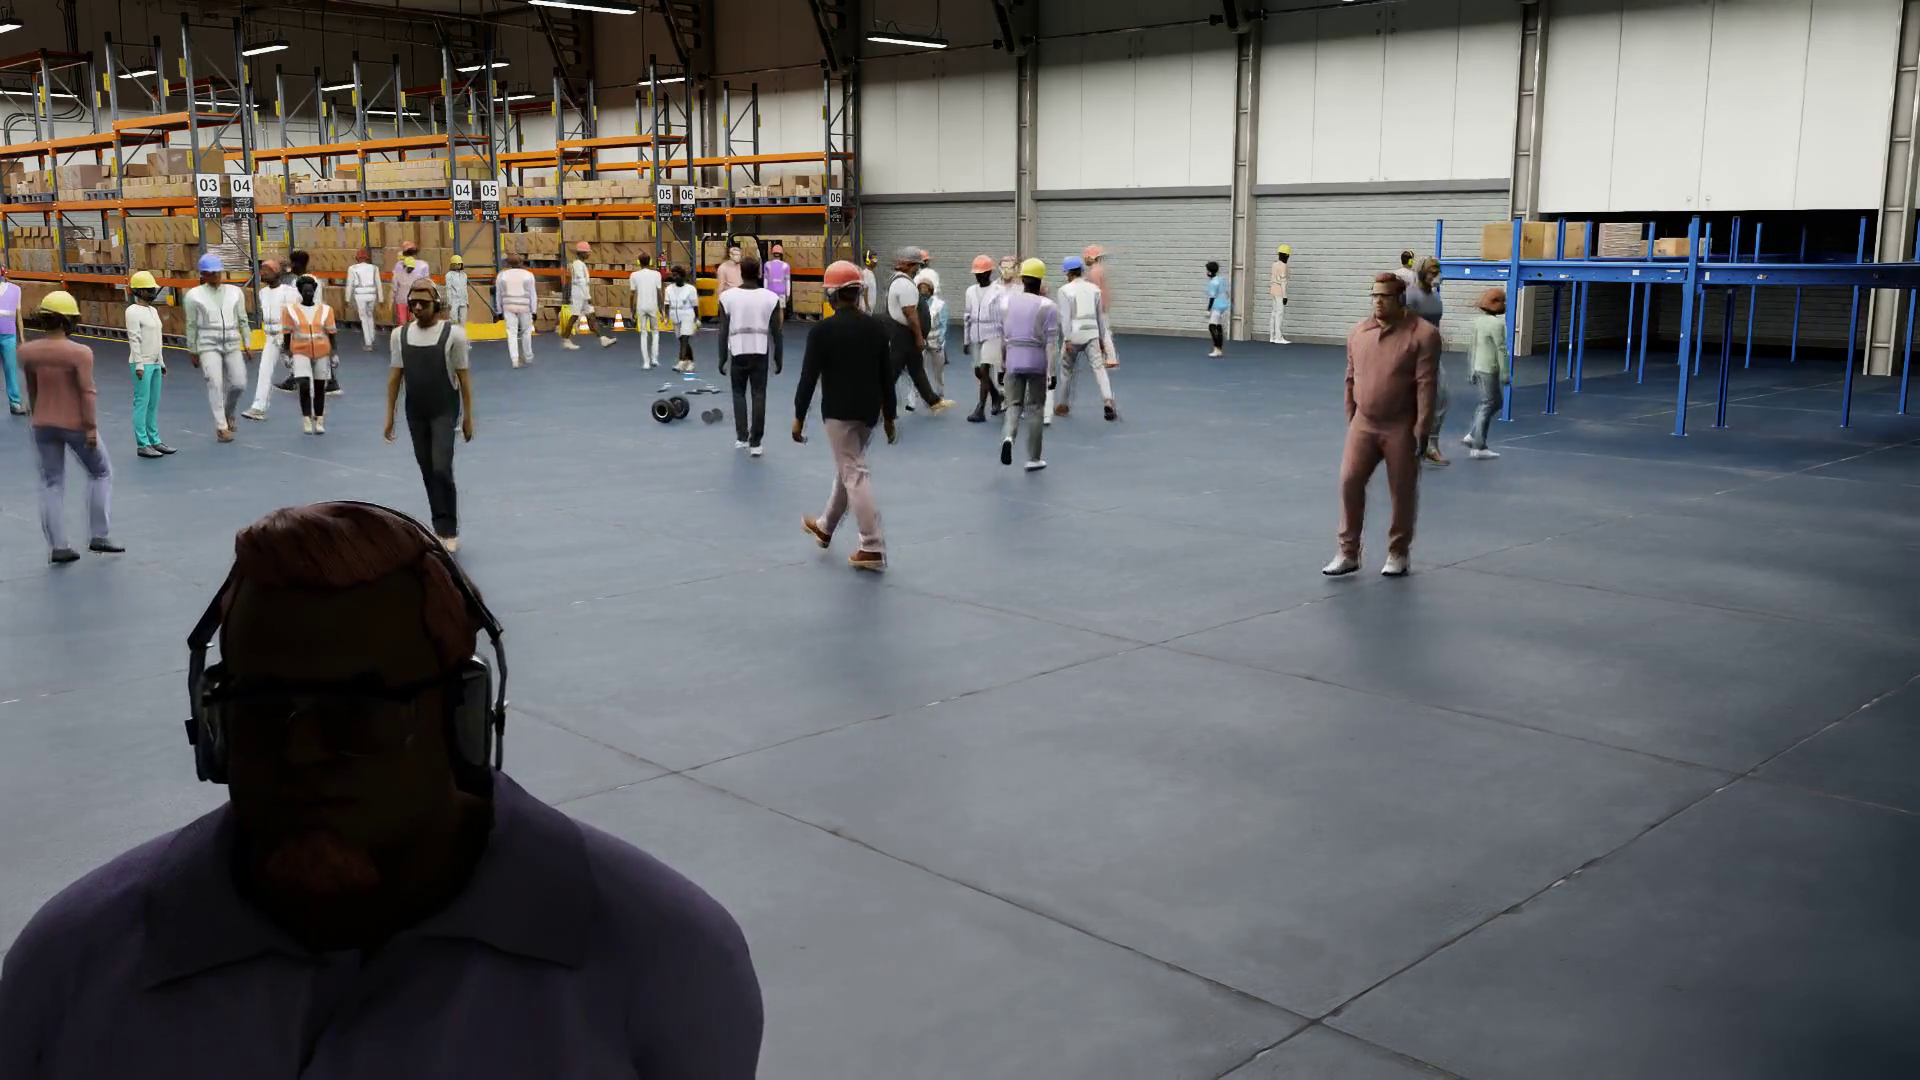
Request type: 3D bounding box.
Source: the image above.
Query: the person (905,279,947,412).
[{"bbox_3d":[-0.381,-2.352,20.114,0.507,1.592,0.906,3,11,14],"label":"person"}]

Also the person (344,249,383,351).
[{"bbox_3d":[-11.061,-4.452,30.810,0.763,1.856,0.606,10,14,43],"label":"person"}]

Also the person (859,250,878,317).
[{"bbox_3d":[-1.441,-3.685,26.585,0.326,1.874,0.518,1,10,3],"label":"person"}]

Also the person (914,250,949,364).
[{"bbox_3d":[-0.577,-3.816,27.296,1.047,1.867,0.554,6,12,31],"label":"person"}]

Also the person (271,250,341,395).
[{"bbox_3d":[-8.715,-2.878,22.073,0.996,1.911,0.625,0,10,2],"label":"person"}]

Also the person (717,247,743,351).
[{"bbox_3d":[-4.050,-4.348,30.135,0.678,1.889,0.464,-10,14,-44],"label":"person"}]

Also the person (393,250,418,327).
[{"bbox_3d":[-11.347,-5.045,34.185,0.595,1.811,0.812,-9,14,-42],"label":"person"}]

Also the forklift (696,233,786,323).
[{"bbox_3d":[-5.496,-6.489,41.108,2.313,2.155,1.214,-10,14,-44],"label":"forklift"}]

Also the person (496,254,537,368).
[{"bbox_3d":[-7.160,-3.714,26.935,0.654,1.794,0.927,-1,10,-8],"label":"person"}]

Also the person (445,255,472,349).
[{"bbox_3d":[-9.331,-4.422,30.955,0.295,1.743,0.492,6,12,31],"label":"person"}]

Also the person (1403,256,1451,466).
[{"bbox_3d":[4.220,-1.599,15.083,0.627,1.916,0.682,-9,13,-39],"label":"person"}]

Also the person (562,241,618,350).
[{"bbox_3d":[-6.909,-4.505,30.726,1.052,1.981,0.612,-1,10,-3],"label":"person"}]

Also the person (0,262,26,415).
[{"bbox_3d":[-11.354,-2.394,19.638,0.563,1.837,0.391,-9,14,-41],"label":"person"}]

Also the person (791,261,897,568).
[{"bbox_3d":[-0.789,-0.828,10.806,0.643,1.932,1.051,-10,14,-42],"label":"person"}]

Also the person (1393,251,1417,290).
[{"bbox_3d":[7.167,-3.735,26.896,0.317,1.864,0.516,-8,13,-36],"label":"person"}]

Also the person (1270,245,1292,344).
[{"bbox_3d":[6.277,-4.799,32.533,0.382,1.917,0.585,-2,11,-9],"label":"person"}]

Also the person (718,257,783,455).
[{"bbox_3d":[-2.041,-1.805,16.246,0.633,1.893,0.714,-1,10,-8],"label":"person"}]

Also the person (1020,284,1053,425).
[{"bbox_3d":[0.846,-2.101,18.695,0.534,1.589,0.872,-3,11,-18],"label":"person"}]

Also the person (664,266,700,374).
[{"bbox_3d":[-4.268,-3.377,25.528,0.522,1.637,0.923,4,11,21],"label":"person"}]

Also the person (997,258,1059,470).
[{"bbox_3d":[0.595,-1.569,14.944,0.601,1.907,0.539,4,11,23],"label":"person"}]

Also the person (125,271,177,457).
[{"bbox_3d":[-7.804,-1.693,16.009,0.315,1.770,0.524,0,10,-1],"label":"person"}]

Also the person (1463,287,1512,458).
[{"bbox_3d":[5.063,-1.582,15.804,0.352,1.621,0.505,0,10,0],"label":"person"}]

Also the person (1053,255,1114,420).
[{"bbox_3d":[1.457,-2.358,19.315,0.638,1.899,0.993,-6,12,-28],"label":"person"}]

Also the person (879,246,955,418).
[{"bbox_3d":[-0.562,-2.421,19.346,0.991,2.000,0.691,-1,10,-4],"label":"person"}]

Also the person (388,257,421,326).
[{"bbox_3d":[-9.957,-4.225,29.953,0.584,1.702,0.873,-7,12,-32],"label":"person"}]

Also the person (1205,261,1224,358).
[{"bbox_3d":[4.448,-4.018,28.974,0.322,1.669,0.669,4,11,19],"label":"person"}]

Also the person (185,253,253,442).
[{"bbox_3d":[-7.671,-1.996,17.203,0.631,1.932,0.517,-9,14,-40],"label":"person"}]

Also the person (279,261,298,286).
[{"bbox_3d":[-13.822,-4.975,34.400,0.505,1.585,0.853,-5,12,-27],"label":"person"}]

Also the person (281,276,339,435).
[{"bbox_3d":[-6.841,-1.943,17.591,0.553,1.671,0.683,-6,12,-30],"label":"person"}]

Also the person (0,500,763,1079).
[{"bbox_3d":[-0.481,0.911,1.414,0.642,1.913,0.409,-1,10,-6],"label":"person"}]

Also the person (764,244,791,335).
[{"bbox_3d":[-3.795,-5.170,34.545,0.571,1.920,0.430,-1,10,-6],"label":"person"}]

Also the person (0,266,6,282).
[{"bbox_3d":[-17.549,-4.349,30.025,0.628,1.940,0.373,-10,14,-42],"label":"person"}]

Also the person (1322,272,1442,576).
[{"bbox_3d":[2.591,-0.692,10.234,0.660,1.881,0.775,8,13,36],"label":"person"}]

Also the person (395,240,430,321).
[{"bbox_3d":[-9.976,-4.464,30.439,0.622,2.022,0.862,-5,12,-27],"label":"person"}]

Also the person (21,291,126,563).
[{"bbox_3d":[-5.809,-0.740,10.865,0.534,1.751,0.570,1,10,6],"label":"person"}]

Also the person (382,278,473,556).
[{"bbox_3d":[-3.520,-0.796,10.938,0.533,1.822,0.627,2,11,9],"label":"person"}]

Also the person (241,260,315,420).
[{"bbox_3d":[-7.870,-2.318,19.268,0.588,1.828,1.039,4,11,21],"label":"person"}]

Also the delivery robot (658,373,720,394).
[{"bbox_3d":[-3.107,-1.798,19.040,0.698,0.223,0.335,3,11,14],"label":"delivery robot"}]

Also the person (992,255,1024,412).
[{"bbox_3d":[0.621,-2.519,20.224,0.636,1.873,0.893,2,11,12],"label":"person"}]

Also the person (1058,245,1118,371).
[{"bbox_3d":[2.017,-3.627,26.069,1.019,1.938,0.652,3,11,13],"label":"person"}]

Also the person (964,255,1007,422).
[{"bbox_3d":[0.311,-2.344,19.238,0.555,1.897,0.888,7,13,34],"label":"person"}]

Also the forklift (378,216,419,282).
[{"bbox_3d":[-17.868,-9.201,54.028,1.873,2.768,1.129,-10,14,-44],"label":"forklift"}]

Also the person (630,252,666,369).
[{"bbox_3d":[-4.982,-3.668,26.559,0.572,1.845,0.713,-1,10,-8],"label":"person"}]
